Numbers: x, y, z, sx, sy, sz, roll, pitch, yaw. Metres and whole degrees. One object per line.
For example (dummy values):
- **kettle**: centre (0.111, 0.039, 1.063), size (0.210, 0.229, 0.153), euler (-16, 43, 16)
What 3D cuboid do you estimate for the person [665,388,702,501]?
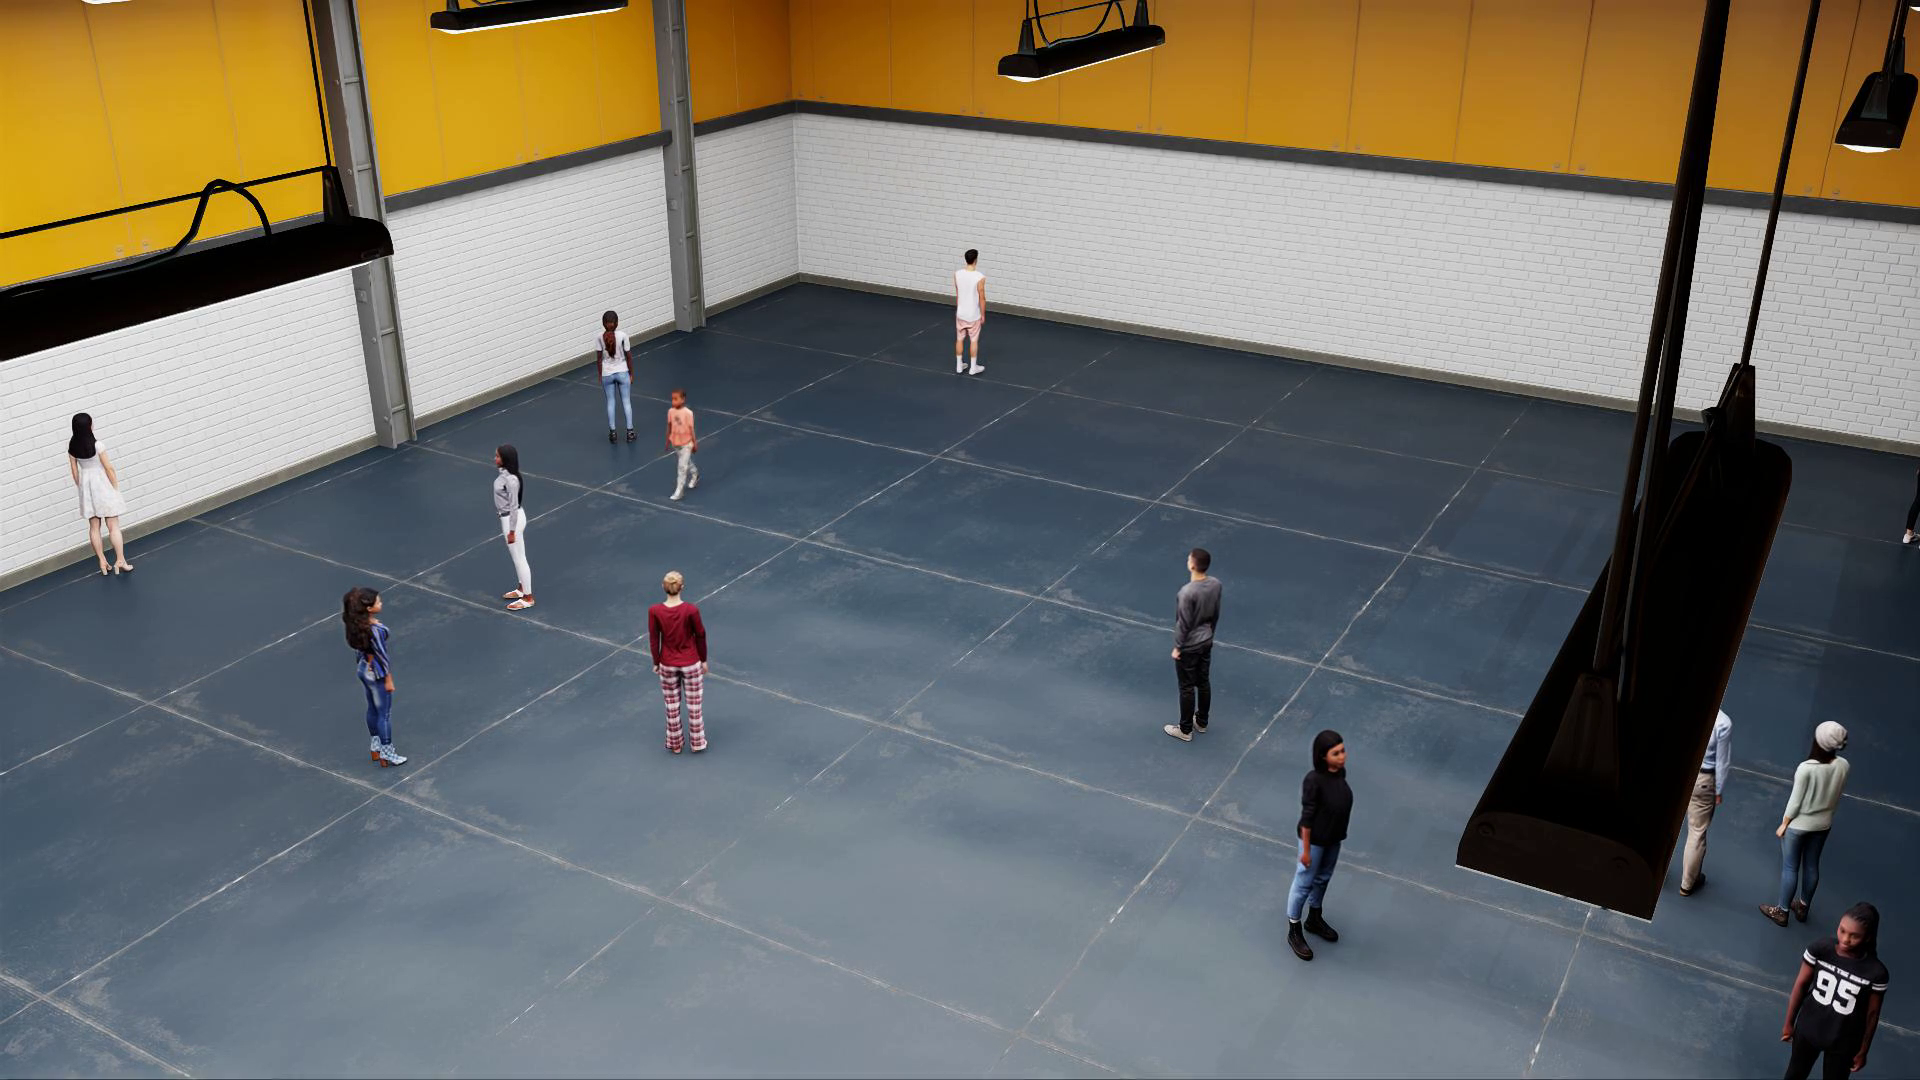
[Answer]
- **person**: centre (-3.229, -1.175, 19.554), size (0.539, 1.295, 0.911), euler (11, 26, 24)

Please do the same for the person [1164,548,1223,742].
- **person**: centre (2.015, 0.883, 14.264), size (0.608, 1.761, 0.749), euler (-17, 29, -34)

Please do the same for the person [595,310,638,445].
- **person**: centre (-4.370, -2.079, 21.092), size (0.664, 1.719, 0.692), euler (-2, 24, -5)

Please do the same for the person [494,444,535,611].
- **person**: centre (-4.484, -0.157, 16.688), size (0.711, 1.725, 0.672), euler (-9, 25, -19)

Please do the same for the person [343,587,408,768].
- **person**: centre (-4.880, 1.124, 13.889), size (0.665, 1.619, 0.686), euler (-19, 30, -36)

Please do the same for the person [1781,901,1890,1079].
- **person**: centre (5.084, 2.884, 9.727), size (0.657, 1.729, 0.618), euler (20, 30, 38)

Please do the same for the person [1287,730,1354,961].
- **person**: centre (2.505, 2.084, 11.591), size (0.593, 1.701, 0.709), euler (-18, 29, -35)

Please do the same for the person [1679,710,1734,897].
- **person**: centre (5.345, 1.749, 12.174), size (0.653, 1.848, 0.613), euler (15, 28, 31)

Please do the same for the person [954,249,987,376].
- **person**: centre (0.122, -3.247, 23.684), size (0.620, 1.782, 0.538), euler (12, 26, 25)

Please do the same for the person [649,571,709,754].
- **person**: centre (-2.363, 1.021, 14.028), size (0.683, 1.697, 0.691), euler (-1, 24, -3)

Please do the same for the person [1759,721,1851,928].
- **person**: centre (6.046, 2.003, 11.846), size (0.641, 1.645, 0.695), euler (-5, 24, -12)

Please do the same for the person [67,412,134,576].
- **person**: centre (-9.009, -0.487, 17.381), size (0.763, 1.774, 0.789), euler (1, 24, 2)
